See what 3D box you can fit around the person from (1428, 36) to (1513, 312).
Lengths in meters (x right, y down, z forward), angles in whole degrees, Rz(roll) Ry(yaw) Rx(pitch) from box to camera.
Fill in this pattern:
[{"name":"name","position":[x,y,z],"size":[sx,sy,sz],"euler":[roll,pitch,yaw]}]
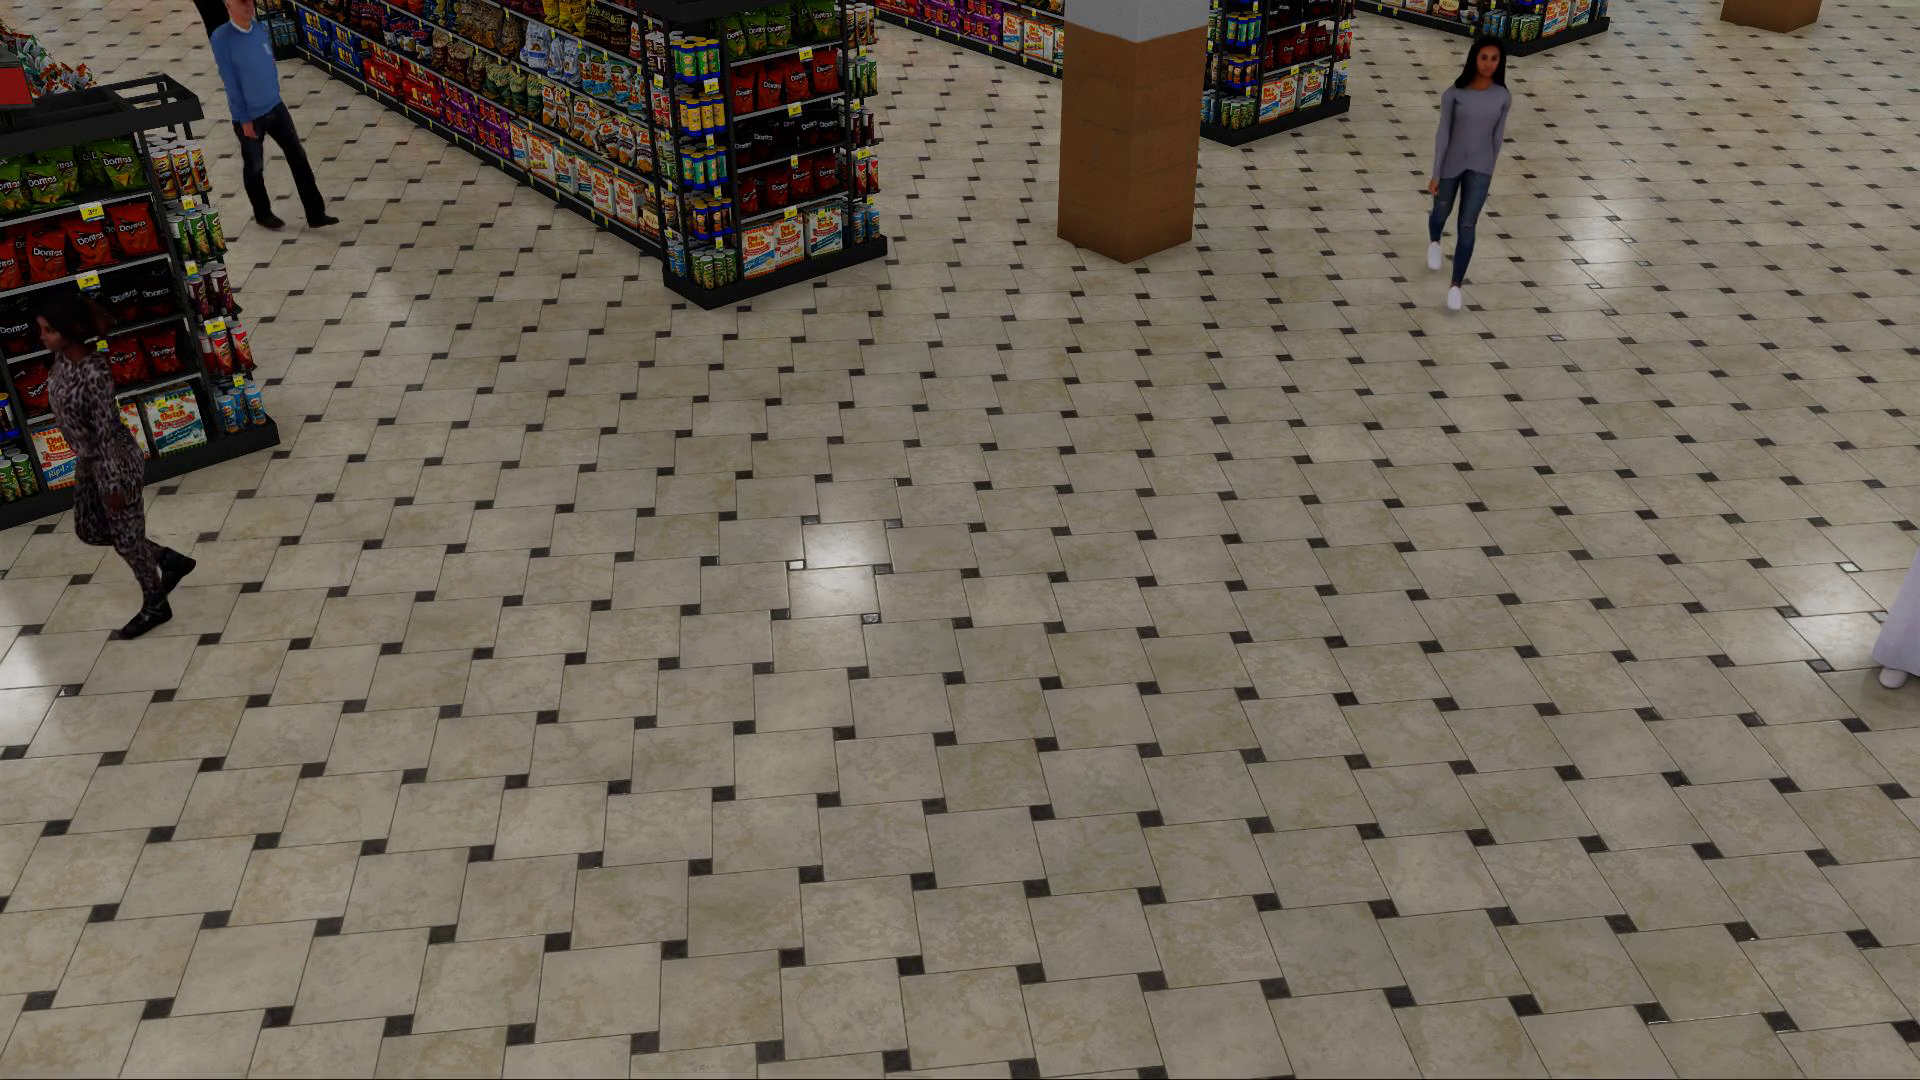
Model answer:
[{"name":"person","position":[3.287,-2.449,10.947],"size":[1.145,1.698,1.150],"euler":[5,32,9]}]

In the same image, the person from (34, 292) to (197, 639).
[{"name":"person","position":[-3.792,-0.353,7.571],"size":[0.644,1.707,0.696],"euler":[26,40,35]}]

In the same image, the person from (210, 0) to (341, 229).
[{"name":"person","position":[-5.085,-3.081,11.880],"size":[1.067,1.785,0.846],"euler":[19,37,28]}]
